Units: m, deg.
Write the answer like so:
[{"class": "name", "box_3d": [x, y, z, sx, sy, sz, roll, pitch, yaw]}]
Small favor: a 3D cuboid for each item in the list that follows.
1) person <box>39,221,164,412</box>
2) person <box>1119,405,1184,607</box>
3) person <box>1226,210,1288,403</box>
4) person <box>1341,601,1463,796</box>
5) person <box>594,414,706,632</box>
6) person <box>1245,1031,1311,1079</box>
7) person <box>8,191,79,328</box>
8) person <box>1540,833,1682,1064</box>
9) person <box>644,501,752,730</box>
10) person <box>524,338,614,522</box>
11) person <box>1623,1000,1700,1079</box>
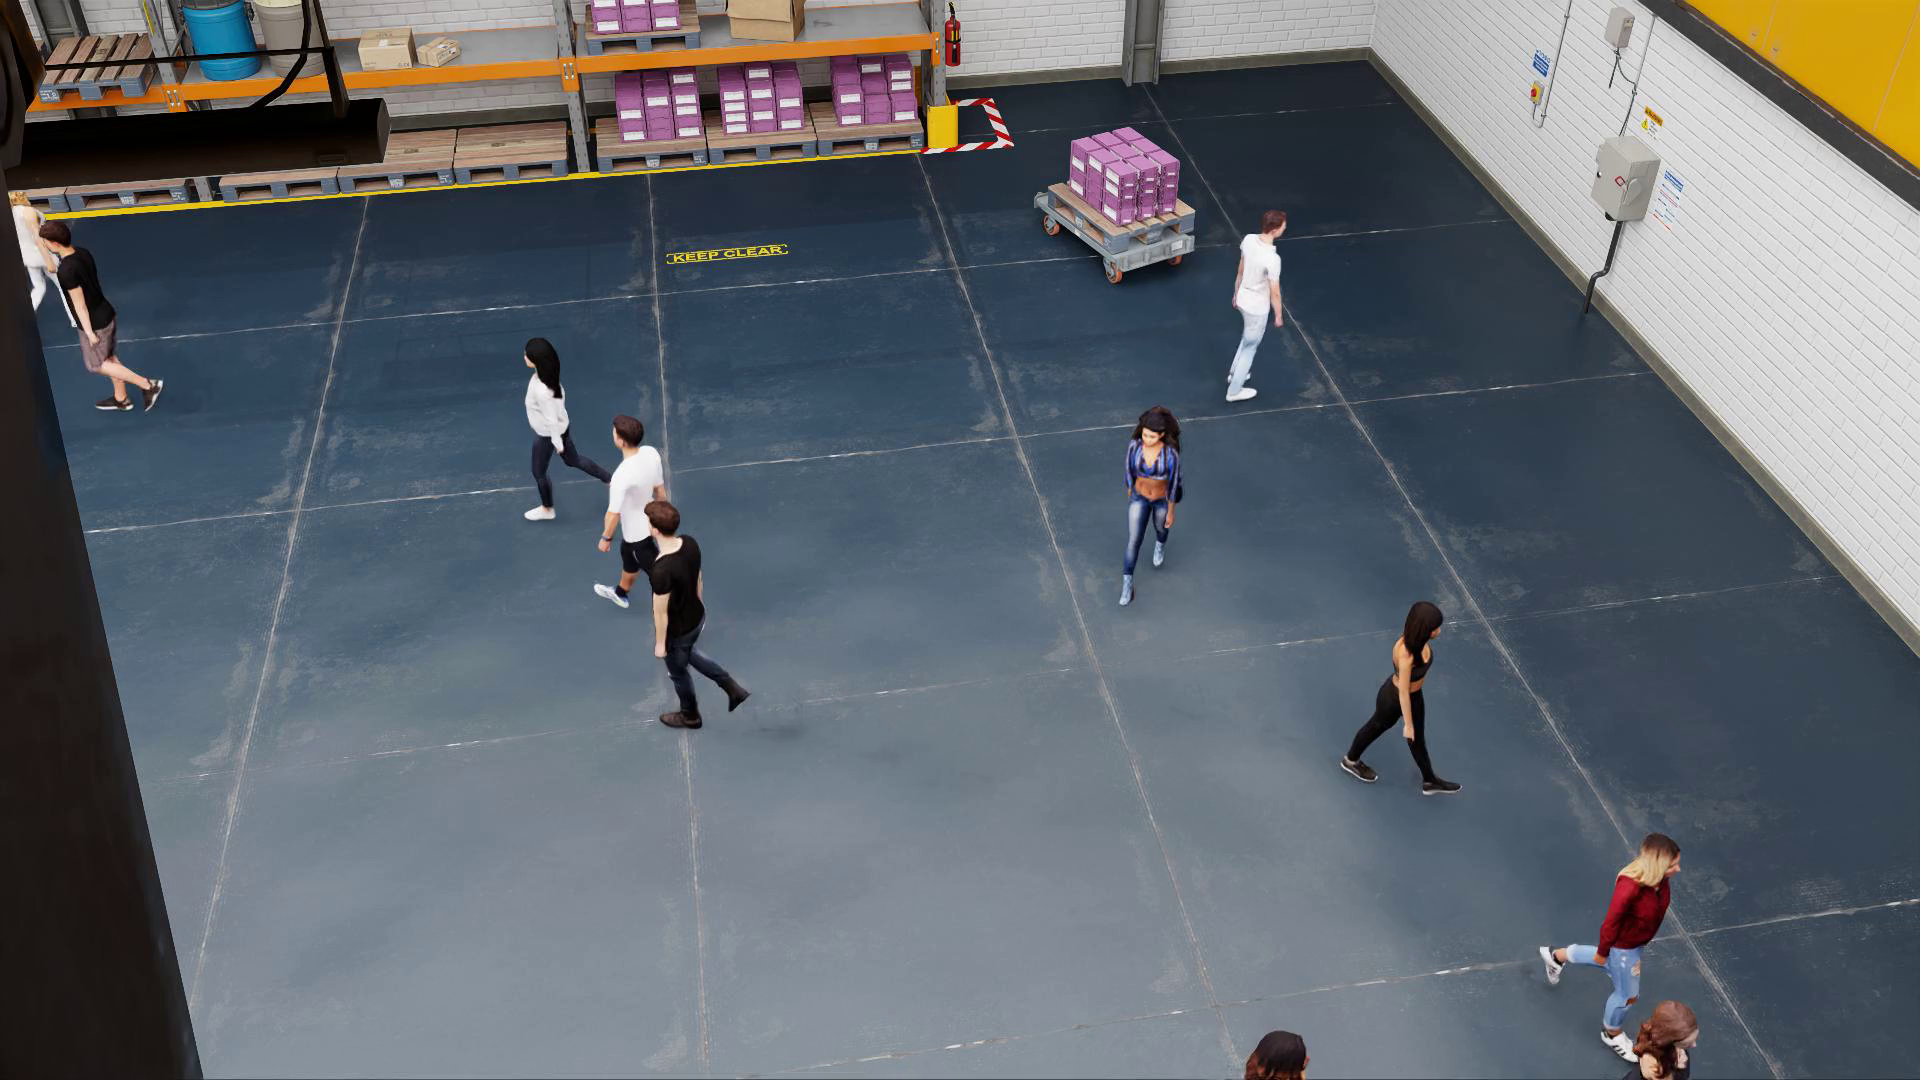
[{"class": "person", "box_3d": [-7.296, -1.881, 14.188, 0.912, 1.846, 0.704, -4, 39, -4]}, {"class": "person", "box_3d": [1.468, -0.328, 12.458, 1.085, 1.579, 1.003, 12, 40, 14]}, {"class": "person", "box_3d": [2.451, -1.984, 14.325, 0.712, 1.835, 0.736, -17, 42, -20]}, {"class": "person", "box_3d": [2.765, 0.997, 10.772, 1.081, 1.611, 0.999, 21, 43, 24]}, {"class": "person", "box_3d": [-2.213, -0.053, 11.932, 1.300, 1.805, 1.051, 12, 40, 15]}, {"class": "person", "box_3d": [1.416, 2.995, 8.213, 1.258, 1.683, 0.924, 4, 39, 5]}, {"class": "person", "box_3d": [-8.525, -2.582, 15.225, 1.011, 1.648, 1.015, 19, 42, 22]}, {"class": "person", "box_3d": [3.662, 2.178, 9.294, 1.032, 1.610, 1.003, -31, 48, -33]}, {"class": "person", "box_3d": [-1.776, 0.565, 11.099, 1.017, 1.879, 0.887, 8, 39, 10]}, {"class": "person", "box_3d": [-3.103, -0.864, 13.052, 1.098, 1.674, 0.721, -1, 39, -1]}, {"class": "person", "box_3d": [3.426, 2.832, 8.392, 0.818, 1.714, 0.820, 4, 39, 5]}]
